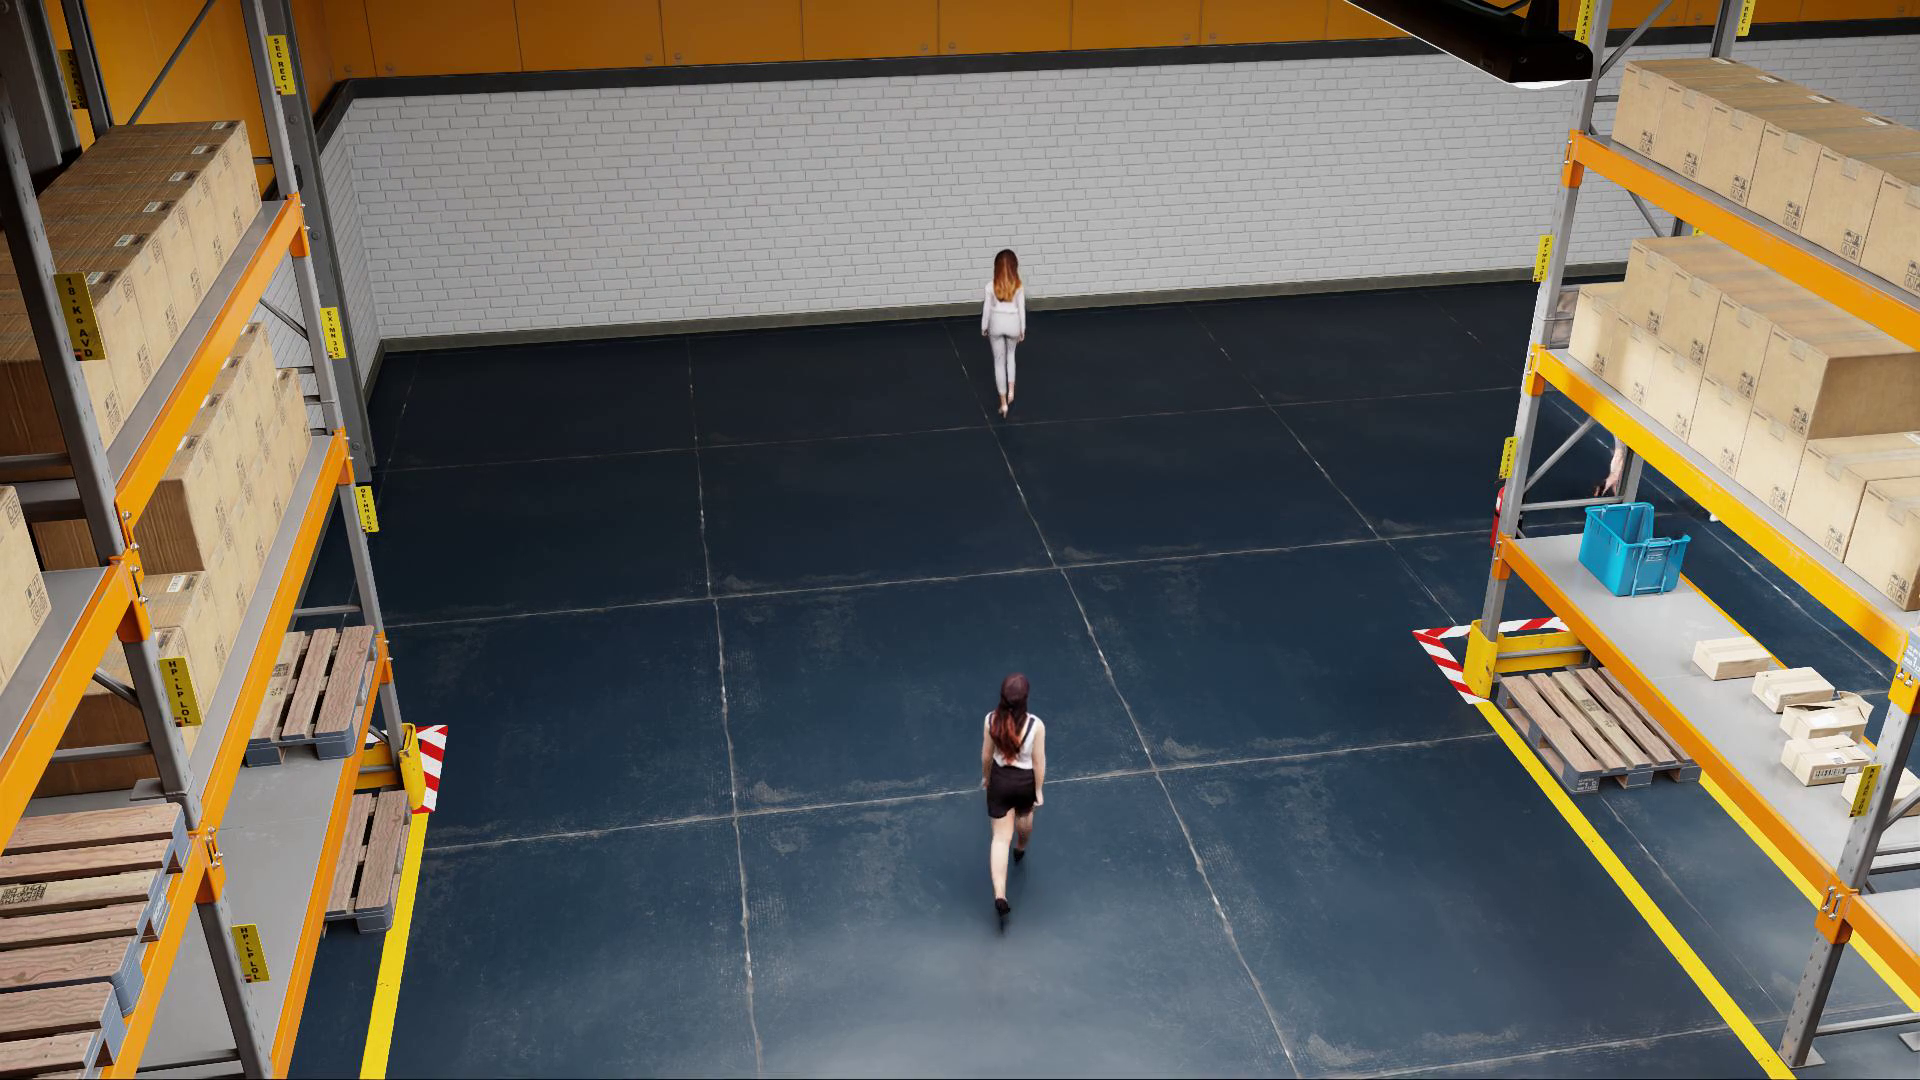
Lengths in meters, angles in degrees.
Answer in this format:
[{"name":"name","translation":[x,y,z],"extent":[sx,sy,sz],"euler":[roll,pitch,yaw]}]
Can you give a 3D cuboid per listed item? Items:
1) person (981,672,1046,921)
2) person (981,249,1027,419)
[{"name":"person","translation":[0.311,1.601,10.350],"extent":[0.798,1.610,1.129],"euler":[4,29,8]},{"name":"person","translation":[0.462,-2.067,16.924],"extent":[0.570,1.754,0.679],"euler":[-5,29,-10]}]
